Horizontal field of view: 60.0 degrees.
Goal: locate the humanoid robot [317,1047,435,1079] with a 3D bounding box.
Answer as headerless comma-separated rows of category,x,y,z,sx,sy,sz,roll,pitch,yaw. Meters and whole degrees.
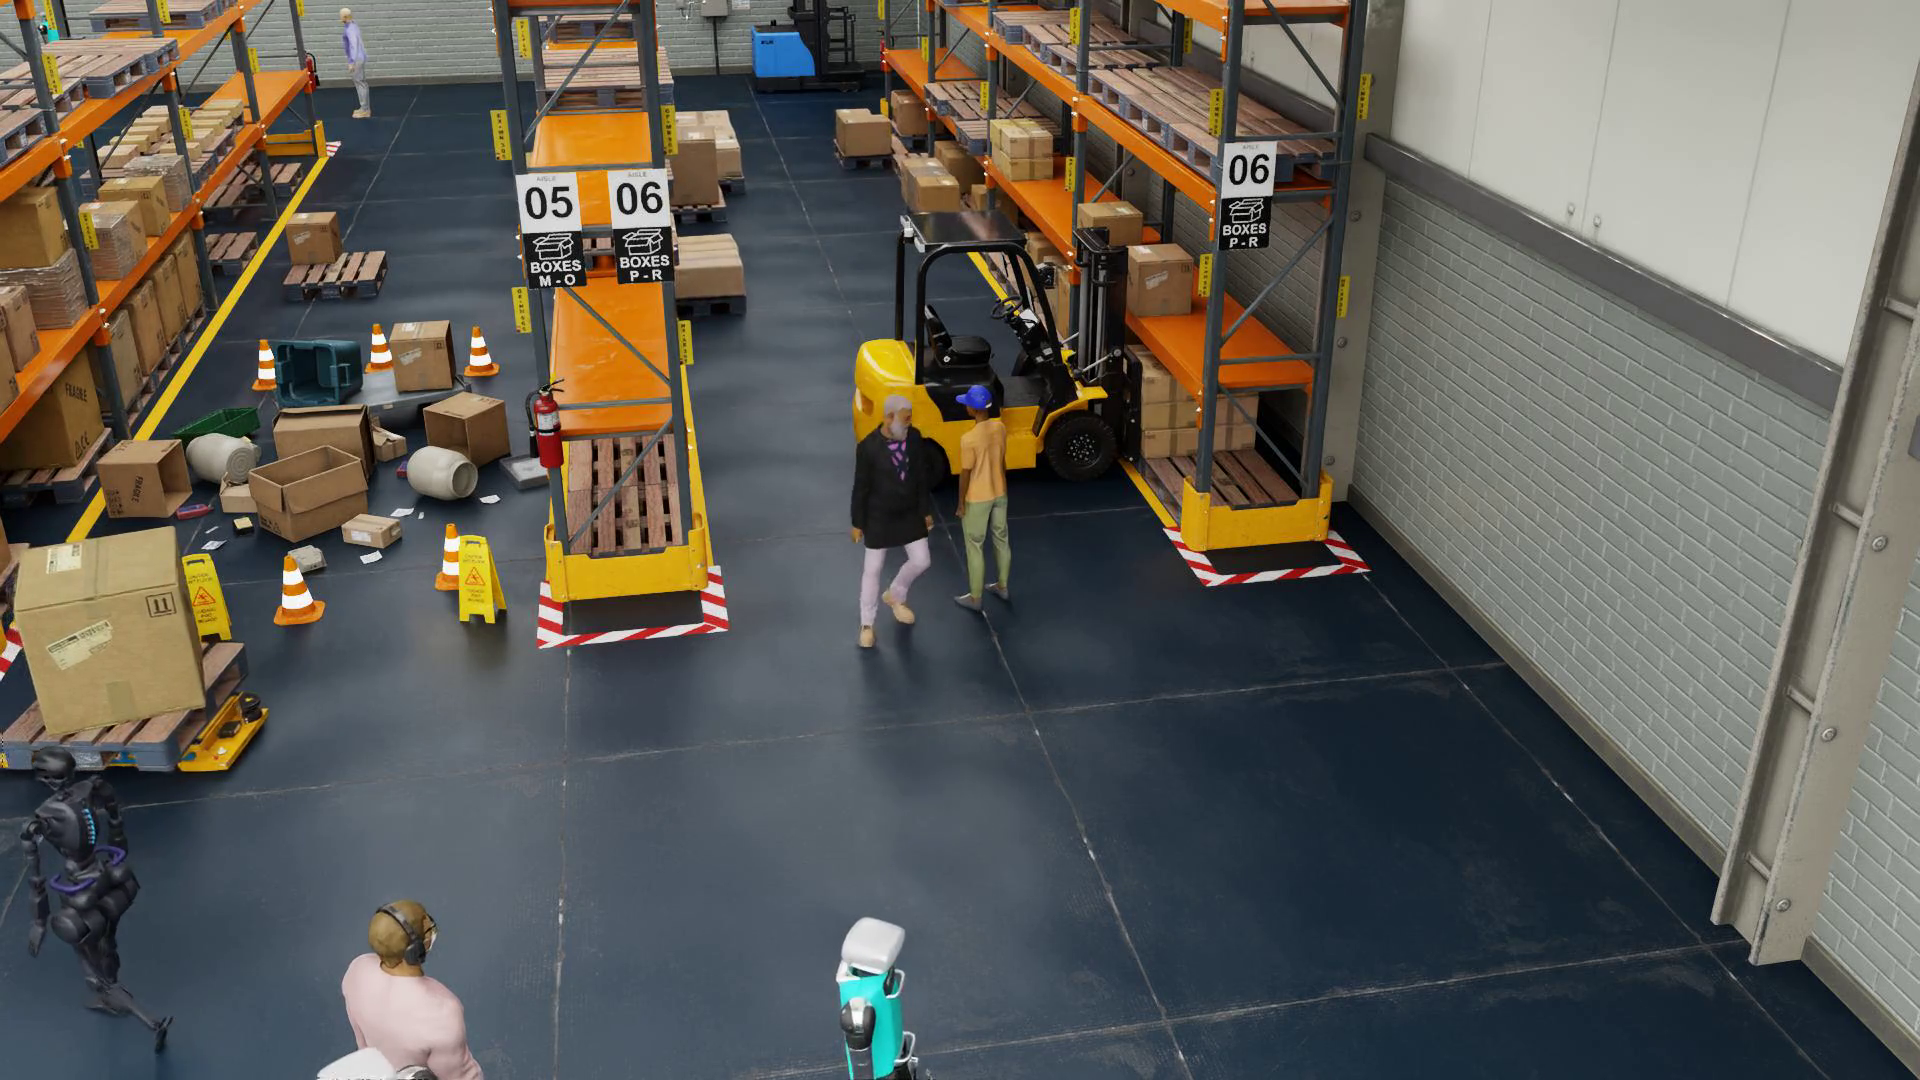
humanoid robot,-1.854,2.651,5.897,0.811,1.750,0.532,20,32,35

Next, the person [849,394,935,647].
person,-0.486,-0.160,11.646,0.645,1.842,0.403,-14,29,-26

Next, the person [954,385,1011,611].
person,0.144,-0.321,12.139,0.449,1.713,0.384,-21,33,-37

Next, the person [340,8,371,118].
person,-10.245,-8.097,28.229,0.394,1.796,0.595,-5,26,-10

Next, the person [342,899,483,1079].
person,-2.084,2.226,6.568,0.629,1.940,0.373,16,30,29

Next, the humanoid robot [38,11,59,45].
humanoid robot,-14.974,-8.050,28.044,0.735,1.677,0.533,1,26,2

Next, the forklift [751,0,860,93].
forklift,-2.872,-9.679,30.288,1.873,2.768,1.129,-5,26,-10

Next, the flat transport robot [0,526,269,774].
flat transport robot,-5.248,1.216,10.596,1.431,0.231,0.659,1,26,1

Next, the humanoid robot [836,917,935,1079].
humanoid robot,-0.131,2.299,6.633,0.685,1.784,0.531,3,26,7

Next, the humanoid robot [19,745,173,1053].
humanoid robot,-4.136,1.711,7.976,0.693,1.647,0.601,9,27,18

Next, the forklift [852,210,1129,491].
forklift,0.216,-1.659,14.366,2.313,2.155,1.214,-5,26,-10
